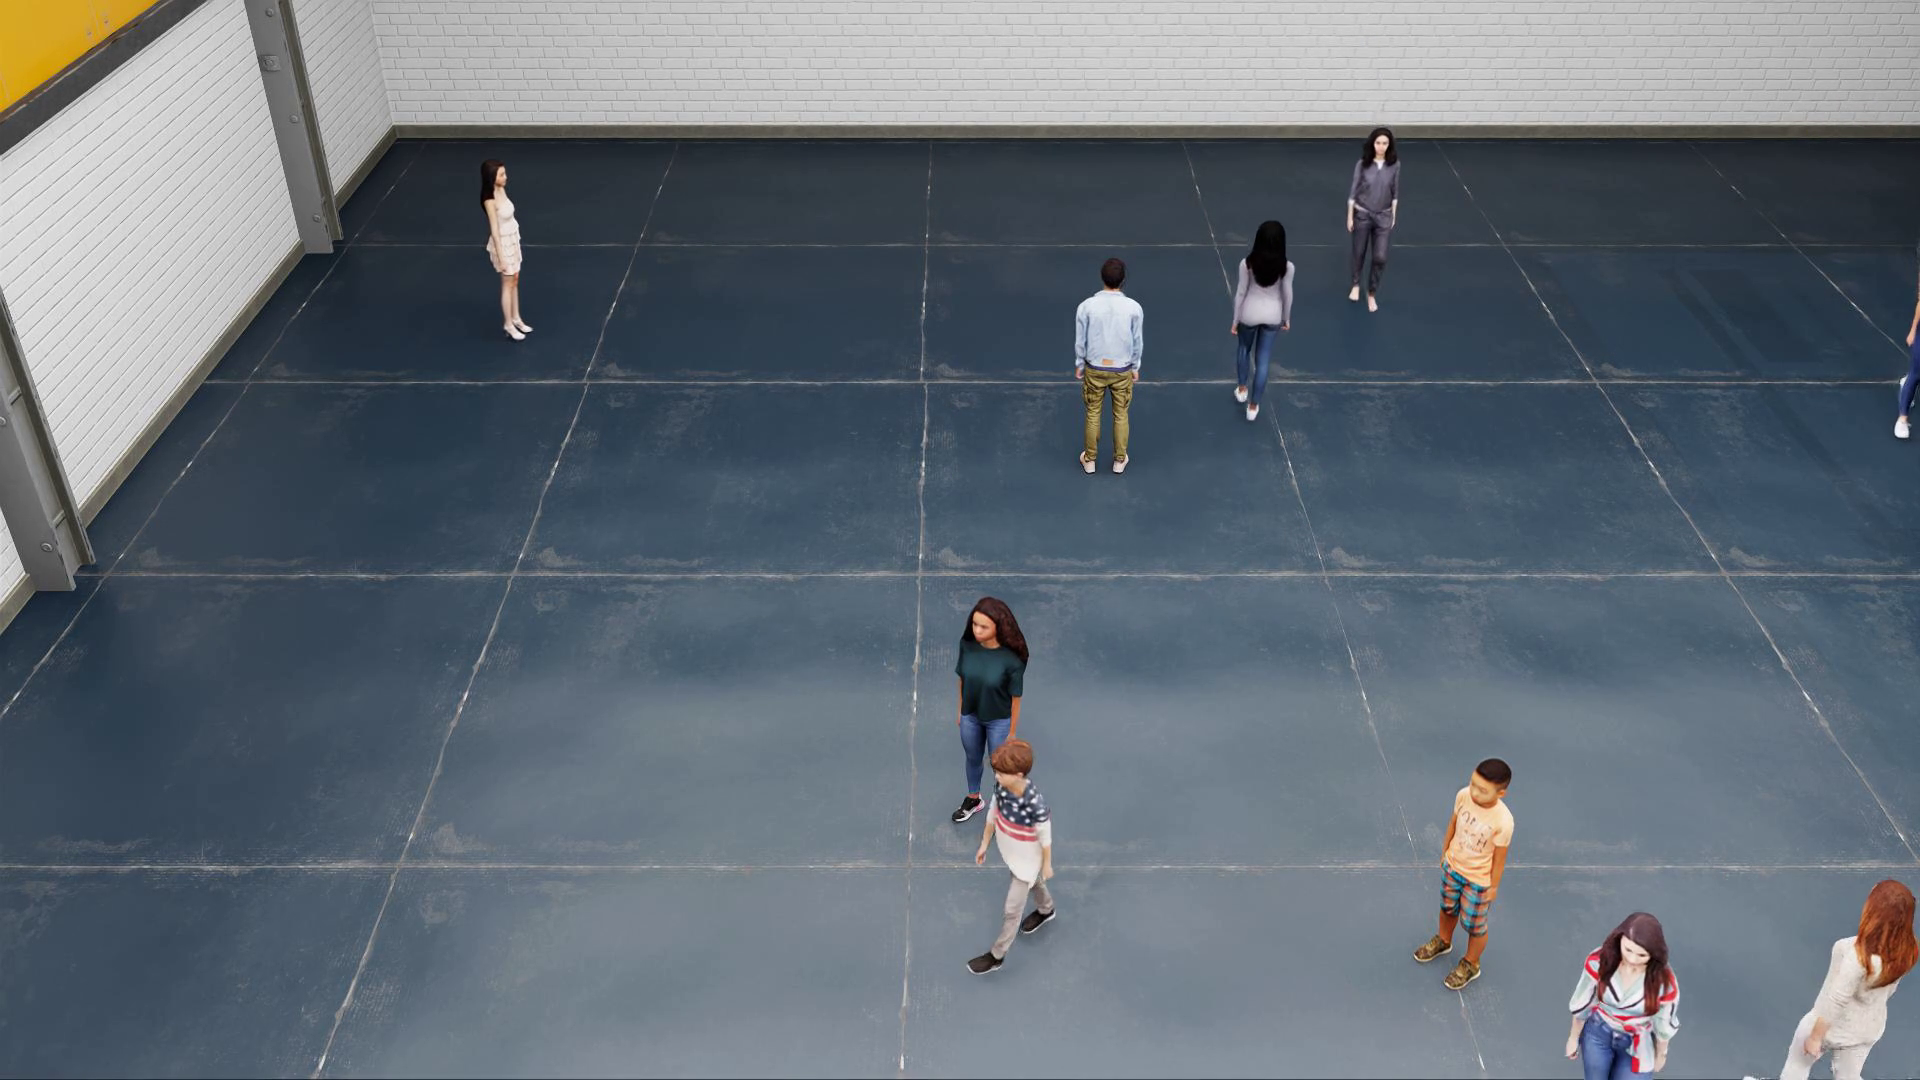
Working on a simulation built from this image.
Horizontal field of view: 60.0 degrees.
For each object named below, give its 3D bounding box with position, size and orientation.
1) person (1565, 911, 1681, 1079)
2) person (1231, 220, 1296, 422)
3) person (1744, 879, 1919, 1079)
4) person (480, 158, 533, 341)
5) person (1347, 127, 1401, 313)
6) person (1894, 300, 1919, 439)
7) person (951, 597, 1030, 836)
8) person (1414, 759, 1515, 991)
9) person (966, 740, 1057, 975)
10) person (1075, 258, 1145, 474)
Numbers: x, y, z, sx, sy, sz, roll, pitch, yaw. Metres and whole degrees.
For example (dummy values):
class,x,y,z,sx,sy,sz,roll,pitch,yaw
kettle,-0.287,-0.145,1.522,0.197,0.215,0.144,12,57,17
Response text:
class,x,y,z,sx,sy,sz,roll,pitch,yaw
person,3.107,2.281,7.783,0.742,1.594,0.789,21,39,28
person,2.484,-1.776,13.775,0.701,1.719,0.774,5,34,7
person,4.160,2.294,7.686,0.816,1.680,1.101,-11,35,-16
person,-4.132,-2.629,15.044,0.637,1.735,0.459,2,34,3
person,3.883,-3.086,15.723,0.668,1.743,0.783,4,34,6
person,7.997,-1.716,13.644,0.727,1.764,0.917,7,34,11
person,0.167,1.010,9.675,0.707,1.617,0.742,18,38,25
person,2.698,1.726,8.740,0.653,1.459,0.574,-23,40,-30
person,0.378,1.624,8.945,0.938,1.402,0.920,-25,41,-32
person,1.165,-1.356,13.059,0.681,1.811,0.563,2,34,2
